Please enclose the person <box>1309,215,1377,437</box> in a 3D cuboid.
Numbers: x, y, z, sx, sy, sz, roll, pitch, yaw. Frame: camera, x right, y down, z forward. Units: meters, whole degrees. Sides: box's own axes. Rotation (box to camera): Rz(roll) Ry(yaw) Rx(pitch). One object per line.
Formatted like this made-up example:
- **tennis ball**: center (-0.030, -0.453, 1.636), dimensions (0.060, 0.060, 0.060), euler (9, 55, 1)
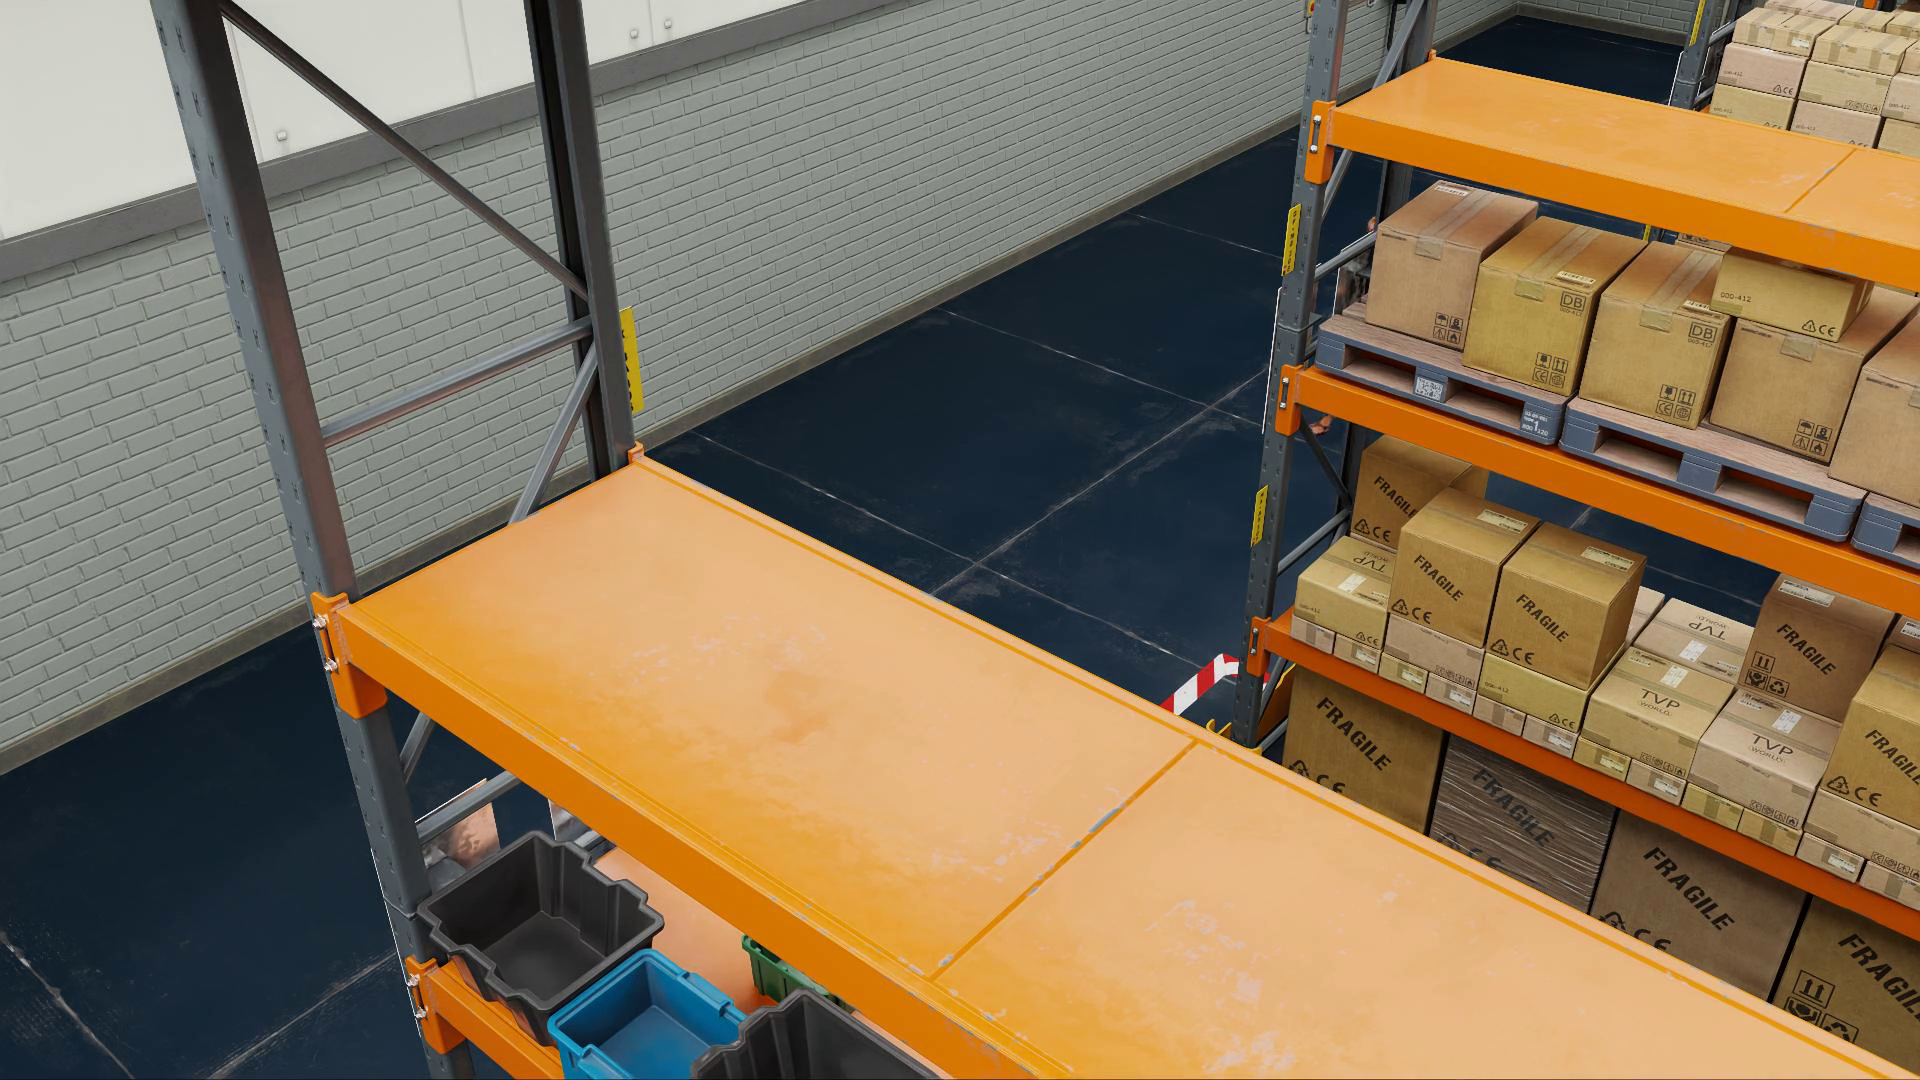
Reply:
- **person**: center (3.223, -1.668, 12.845), dimensions (1.064, 1.771, 1.207), euler (-12, 35, -18)
